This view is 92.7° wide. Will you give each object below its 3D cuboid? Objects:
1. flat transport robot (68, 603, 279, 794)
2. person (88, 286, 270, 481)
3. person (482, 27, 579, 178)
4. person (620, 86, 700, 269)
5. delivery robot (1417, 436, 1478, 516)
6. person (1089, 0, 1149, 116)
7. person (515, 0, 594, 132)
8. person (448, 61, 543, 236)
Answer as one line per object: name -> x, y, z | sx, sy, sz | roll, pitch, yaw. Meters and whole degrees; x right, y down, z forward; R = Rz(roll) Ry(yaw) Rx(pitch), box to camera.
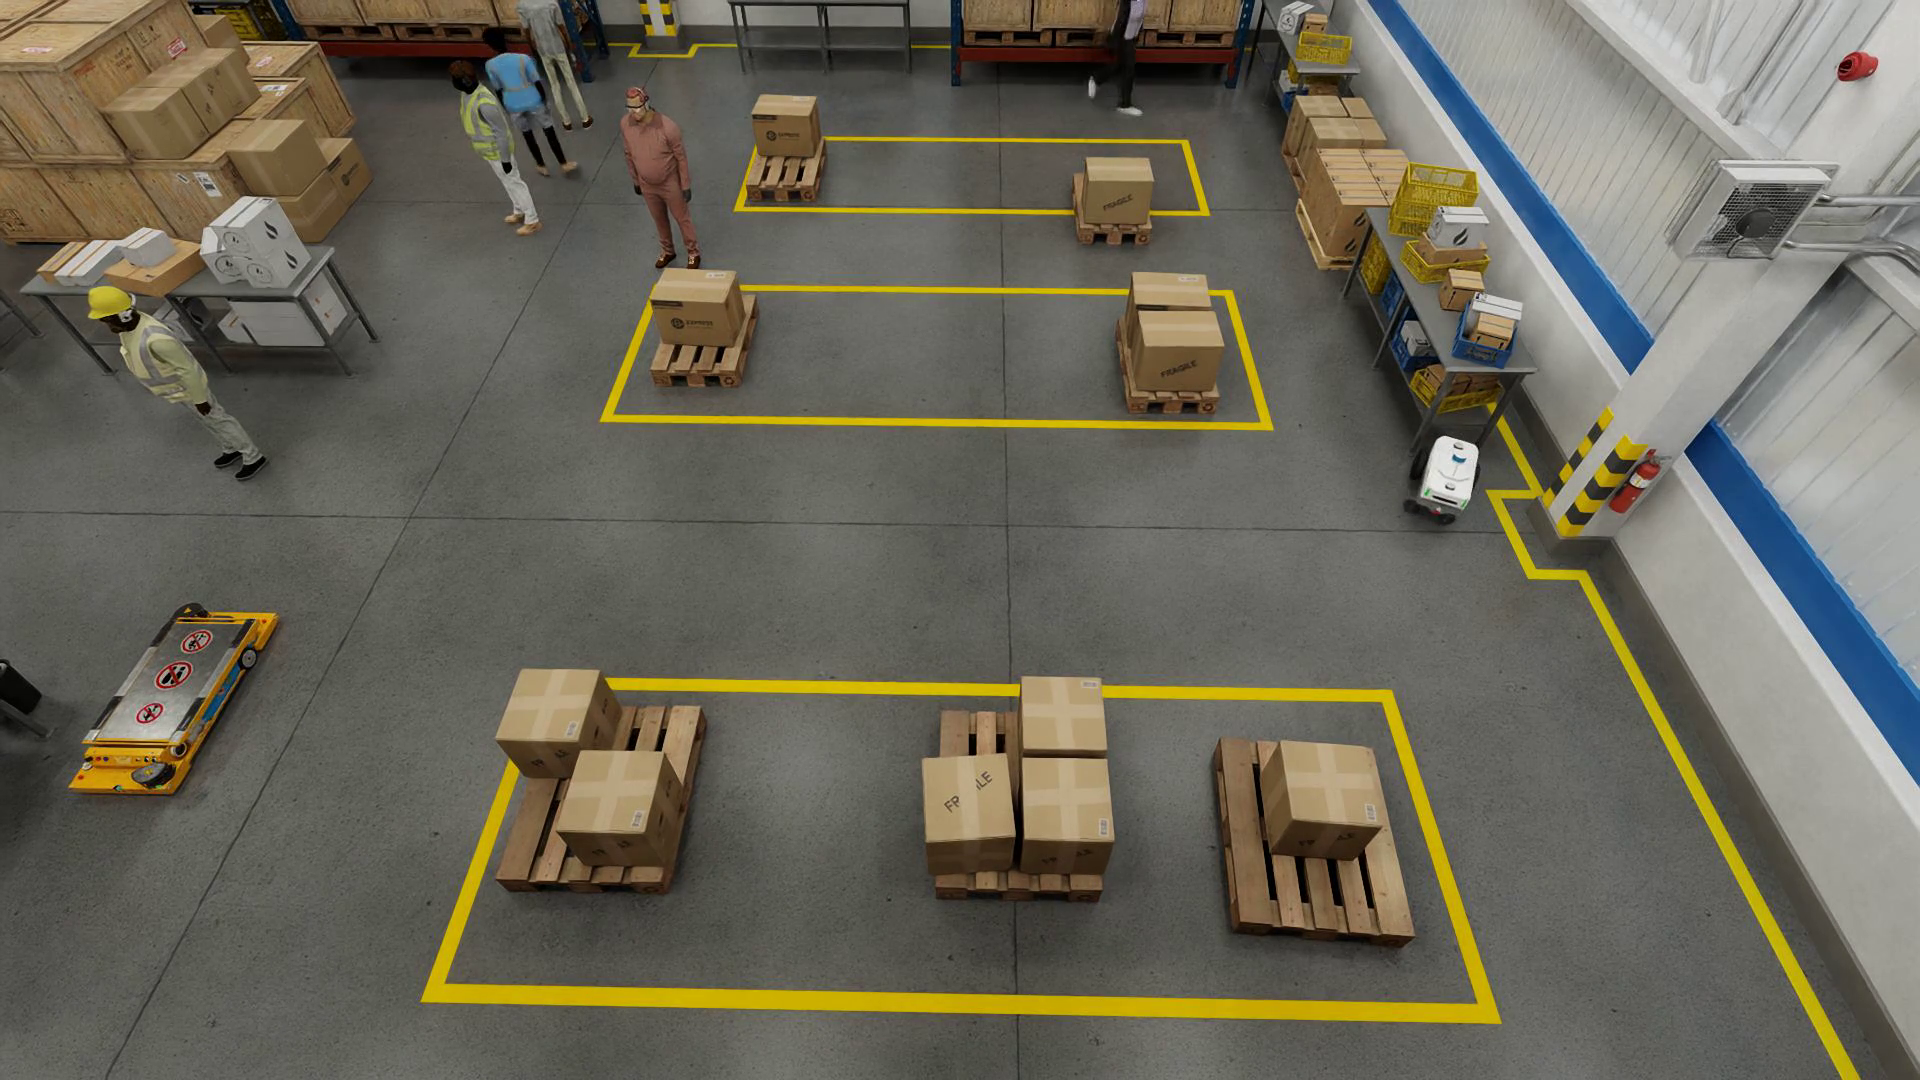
flat transport robot -> -5.504, 1.072, 6.442 | 0.652, 0.197, 1.431 | 1, 50, 1
person -> -6.289, -1.246, 7.388 | 0.591, 1.833, 0.403 | 26, 55, 20
person -> -5.092, -5.104, 10.757 | 0.622, 1.663, 0.409 | -14, 51, -11
person -> -3.071, -3.652, 9.376 | 0.654, 1.905, 0.406 | 10, 50, 8
delivery robot -> 4.035, -0.536, 7.559 | 0.477, 0.478, 0.707 | 20, 53, 17
person -> 2.099, -6.540, 11.844 | 0.823, 1.881, 0.623 | 26, 54, 20
person -> -5.102, -6.086, 11.464 | 0.513, 1.864, 0.337 | -11, 51, -9
person -> -5.019, -4.206, 9.887 | 0.429, 1.842, 0.633 | -31, 57, -24
